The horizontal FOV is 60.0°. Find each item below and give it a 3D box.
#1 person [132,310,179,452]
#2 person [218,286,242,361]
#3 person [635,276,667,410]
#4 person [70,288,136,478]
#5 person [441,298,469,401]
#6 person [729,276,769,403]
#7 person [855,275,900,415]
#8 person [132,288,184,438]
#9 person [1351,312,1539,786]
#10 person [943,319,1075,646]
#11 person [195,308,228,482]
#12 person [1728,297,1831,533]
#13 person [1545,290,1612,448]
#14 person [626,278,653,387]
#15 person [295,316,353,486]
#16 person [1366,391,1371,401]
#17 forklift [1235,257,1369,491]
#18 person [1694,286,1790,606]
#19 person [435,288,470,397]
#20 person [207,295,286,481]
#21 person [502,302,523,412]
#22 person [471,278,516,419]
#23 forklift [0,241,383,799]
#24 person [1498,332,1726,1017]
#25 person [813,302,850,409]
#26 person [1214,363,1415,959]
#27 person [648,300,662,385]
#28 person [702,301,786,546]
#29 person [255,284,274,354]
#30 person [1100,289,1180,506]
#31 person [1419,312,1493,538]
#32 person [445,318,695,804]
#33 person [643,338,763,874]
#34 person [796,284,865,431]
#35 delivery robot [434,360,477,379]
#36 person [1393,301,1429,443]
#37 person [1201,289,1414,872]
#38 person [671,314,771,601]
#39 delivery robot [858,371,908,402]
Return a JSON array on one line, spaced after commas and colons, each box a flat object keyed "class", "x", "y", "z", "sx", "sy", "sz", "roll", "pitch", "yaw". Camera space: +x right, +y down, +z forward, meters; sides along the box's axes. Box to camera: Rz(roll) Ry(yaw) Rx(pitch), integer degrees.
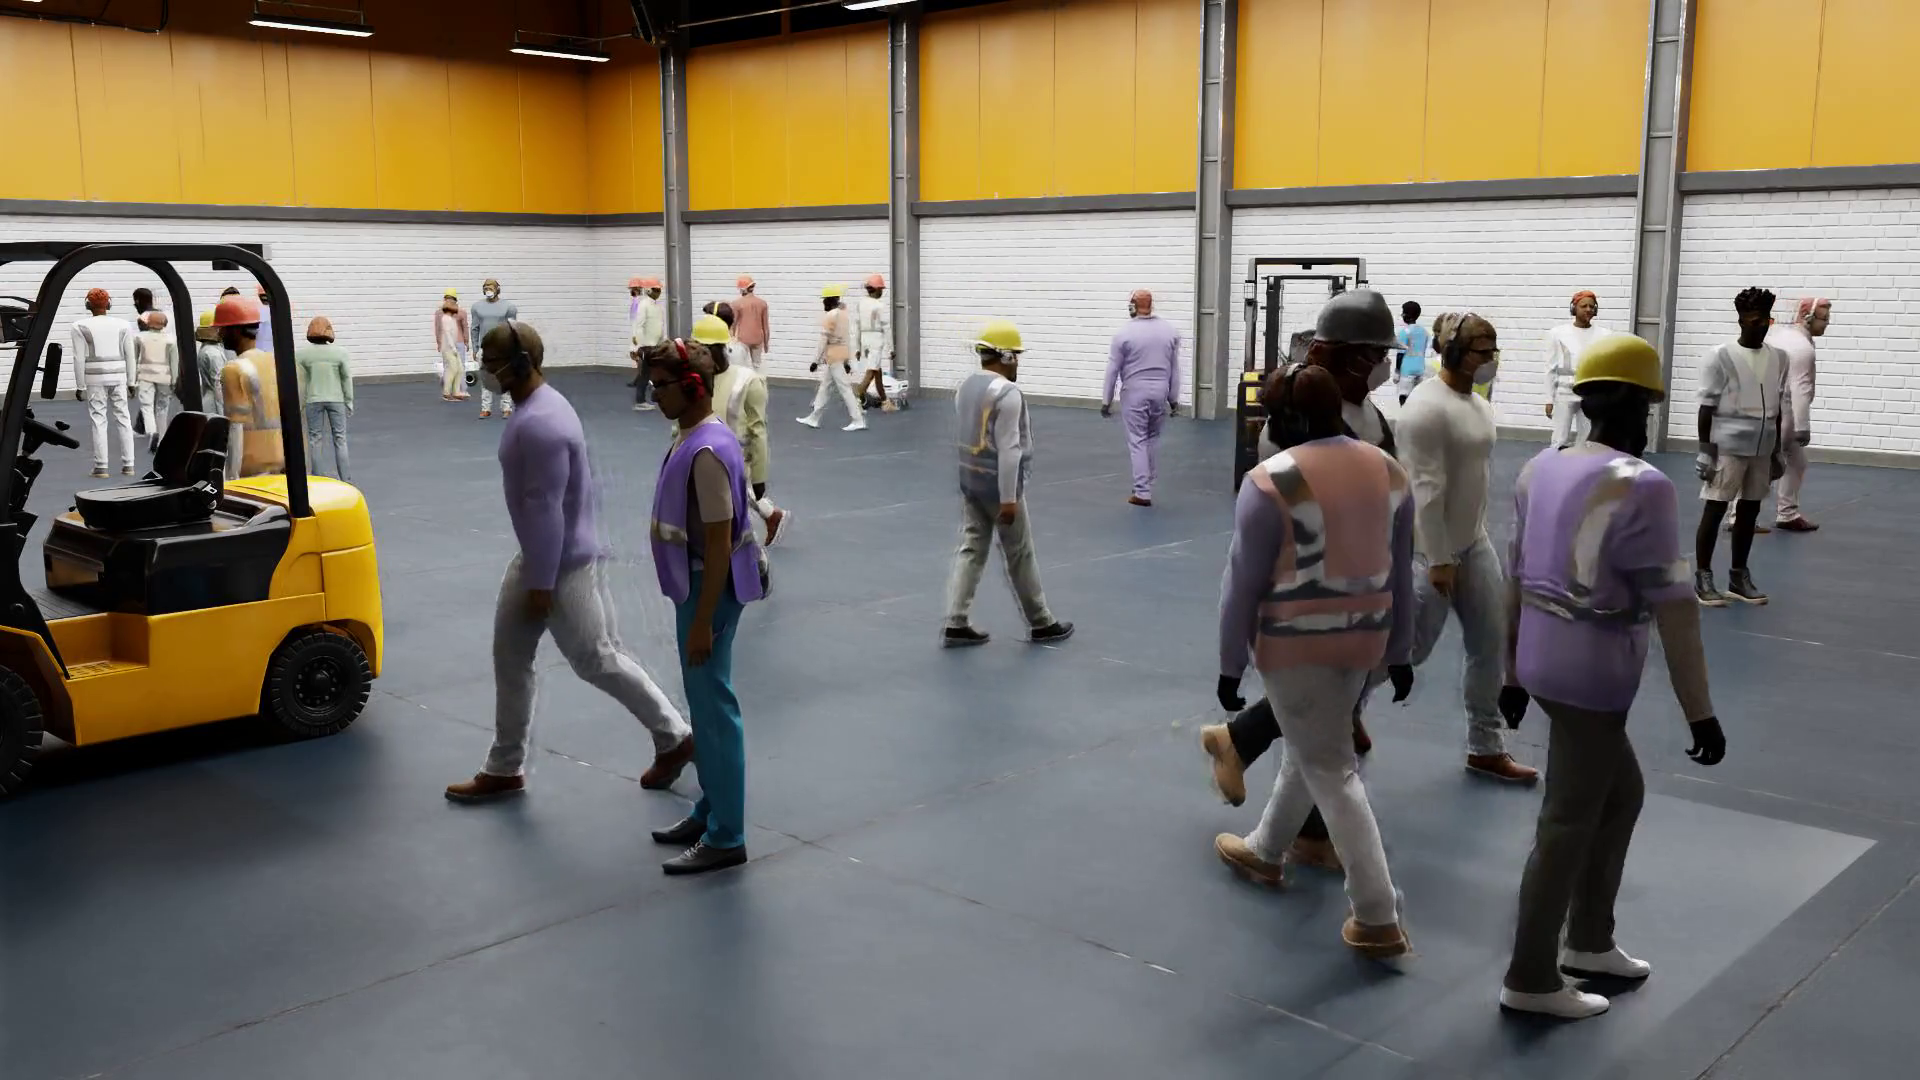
[{"class": "person", "x": -9.127, "y": -1.803, "z": 18.879, "sx": 0.519, "sy": 1.603, "sz": 0.745, "roll": -5, "pitch": 10, "yaw": -27}, {"class": "person", "x": -8.275, "y": -1.957, "z": 19.037, "sx": 0.328, "sy": 1.872, "sz": 0.514, "roll": 9, "pitch": 13, "yaw": 43}, {"class": "person", "x": -4.363, "y": -2.852, "z": 24.249, "sx": 0.962, "sy": 1.950, "sz": 0.647, "roll": 2, "pitch": 9, "yaw": 11}, {"class": "person", "x": -8.511, "y": -1.560, "z": 16.564, "sx": 0.575, "sy": 1.883, "sz": 0.355, "roll": -9, "pitch": 13, "yaw": -44}, {"class": "person", "x": -7.925, "y": -2.975, "z": 26.042, "sx": 0.372, "sy": 1.610, "sz": 0.540, "roll": 1, "pitch": 9, "yaw": 3}, {"class": "person", "x": -3.239, "y": -3.065, "z": 25.578, "sx": 0.625, "sy": 1.976, "sz": 0.438, "roll": -8, "pitch": 12, "yaw": -42}, {"class": "person", "x": -1.239, "y": -2.770, "z": 23.684, "sx": 1.022, "sy": 2.004, "sz": 0.614, "roll": -7, "pitch": 12, "yaw": -39}, {"class": "person", "x": -9.785, "y": -2.158, "z": 20.369, "sx": 1.048, "sy": 1.847, "sz": 0.669, "roll": 1, "pitch": 9, "yaw": 8}, {"class": "person", "x": 1.925, "y": 0.019, "z": 6.798, "sx": 0.618, "sy": 1.903, "sz": 0.891, "roll": -9, "pitch": 13, "yaw": -43}, {"class": "person", "x": 0.237, "y": -0.305, "z": 9.128, "sx": 0.768, "sy": 1.796, "sz": 0.617, "roll": -5, "pitch": 11, "yaw": -30}, {"class": "person", "x": -6.195, "y": -1.059, "z": 13.916, "sx": 0.295, "sy": 1.744, "sz": 0.484, "roll": -6, "pitch": 11, "yaw": -34}, {"class": "person", "x": 6.440, "y": -0.953, "z": 12.919, "sx": 0.794, "sy": 1.855, "sz": 0.662, "roll": 3, "pitch": 10, "yaw": 18}, {"class": "person", "x": 5.394, "y": -1.229, "z": 14.527, "sx": 0.575, "sy": 1.885, "sz": 0.355, "roll": 0, "pitch": 9, "yaw": 0}, {"class": "person", "x": -5.531, "y": -3.599, "z": 28.940, "sx": 0.614, "sy": 1.919, "sz": 0.553, "roll": 2, "pitch": 10, "yaw": 14}, {"class": "person", "x": -5.898, "y": -1.254, "z": 15.445, "sx": 0.503, "sy": 1.631, "sz": 0.282, "roll": -3, "pitch": 10, "yaw": -18}, {"class": "person", "x": 2.708, "y": -0.727, "z": 11.828, "sx": 0.334, "sy": 1.765, "sz": 0.533, "roll": -4, "pitch": 10, "yaw": -22}, {"class": "forklift", "x": 3.309, "y": -1.629, "z": 16.029, "sx": 1.214, "sy": 2.155, "sz": 2.313, "roll": 2, "pitch": 9, "yaw": 11}, {"class": "person", "x": 4.812, "y": -0.571, "z": 10.242, "sx": 0.612, "sy": 1.963, "sz": 0.361, "roll": -2, "pitch": 10, "yaw": -13}, {"class": "person", "x": -8.159, "y": -3.165, "z": 26.756, "sx": 0.523, "sy": 1.769, "sz": 0.313, "roll": -2, "pitch": 9, "yaw": -9}, {"class": "person", "x": -4.092, "y": -0.463, "z": 9.705, "sx": 0.488, "sy": 1.921, "sz": 0.569, "roll": 1, "pitch": 9, "yaw": 7}, {"class": "person", "x": -6.348, "y": -2.598, "z": 23.756, "sx": 0.518, "sy": 1.594, "sz": 0.531, "roll": 3, "pitch": 10, "yaw": 17}, {"class": "person", "x": -6.437, "y": -2.635, "z": 22.980, "sx": 0.630, "sy": 1.940, "sz": 0.372, "roll": -1, "pitch": 9, "yaw": -4}, {"class": "forklift", "x": -3.706, "y": -0.171, "z": 7.093, "sx": 1.214, "sy": 2.155, "sz": 2.313, "roll": 9, "pitch": 13, "yaw": 43}, {"class": "person", "x": 1.807, "y": 0.386, "z": 4.591, "sx": 0.690, "sy": 1.891, "sz": 0.631, "roll": -1, "pitch": 9, "yaw": -7}, {"class": "person", "x": -1.829, "y": -2.724, "z": 24.606, "sx": 0.892, "sy": 1.589, "sz": 0.517, "roll": -5, "pitch": 11, "yaw": -29}, {"class": "person", "x": 1.098, "y": 0.347, "z": 5.186, "sx": 0.642, "sy": 1.786, "sz": 0.994, "roll": -5, "pitch": 11, "yaw": -29}, {"class": "person", "x": -5.458, "y": -3.695, "z": 29.767, "sx": 0.345, "sy": 1.846, "sz": 0.508, "roll": -5, "pitch": 10, "yaw": -27}, {"class": "person", "x": -1.708, "y": -0.843, "z": 12.295, "sx": 0.764, "sy": 1.846, "sz": 0.523, "roll": 0, "pitch": 9, "yaw": 1}, {"class": "person", "x": -9.002, "y": -2.420, "z": 21.782, "sx": 0.552, "sy": 1.898, "sz": 0.920, "roll": -2, "pitch": 9, "yaw": -10}, {"class": "person", "x": 1.539, "y": -1.263, "z": 14.705, "sx": 0.678, "sy": 1.884, "sz": 0.737, "roll": -4, "pitch": 10, "yaw": -22}, {"class": "person", "x": 3.165, "y": -0.569, "z": 10.764, "sx": 0.640, "sy": 1.798, "sz": 0.981, "roll": -9, "pitch": 13, "yaw": -43}, {"class": "person", "x": -1.503, "y": 0.085, "z": 6.473, "sx": 0.965, "sy": 1.903, "sz": 0.628, "roll": -4, "pitch": 10, "yaw": -24}, {"class": "person", "x": -0.883, "y": 0.224, "z": 5.761, "sx": 0.390, "sy": 1.838, "sz": 0.563, "roll": -2, "pitch": 10, "yaw": -14}, {"class": "person", "x": -1.650, "y": -2.337, "z": 21.351, "sx": 0.993, "sy": 1.875, "sz": 0.589, "roll": 2, "pitch": 10, "yaw": 13}, {"class": "delivery robot", "x": -8.929, "y": -3.045, "z": 29.437, "sx": 0.707, "sy": 0.478, "sz": 0.477, "roll": -2, "pitch": 9, "yaw": -14}, {"class": "person", "x": 5.351, "y": -1.984, "z": 19.776, "sx": 0.534, "sy": 1.683, "sz": 0.318, "roll": -7, "pitch": 12, "yaw": -39}, {"class": "person", "x": 1.212, "y": 0.107, "z": 5.854, "sx": 0.758, "sy": 2.000, "sz": 0.689, "roll": 7, "pitch": 12, "yaw": 37}, {"class": "person", "x": -1.409, "y": -0.434, "z": 9.877, "sx": 0.600, "sy": 1.812, "sz": 0.630, "roll": 3, "pitch": 10, "yaw": 19}, {"class": "delivery robot", "x": -1.126, "y": -2.246, "z": 24.524, "sx": 0.707, "sy": 0.478, "sz": 0.477, "roll": 4, "pitch": 10, "yaw": 22}]
